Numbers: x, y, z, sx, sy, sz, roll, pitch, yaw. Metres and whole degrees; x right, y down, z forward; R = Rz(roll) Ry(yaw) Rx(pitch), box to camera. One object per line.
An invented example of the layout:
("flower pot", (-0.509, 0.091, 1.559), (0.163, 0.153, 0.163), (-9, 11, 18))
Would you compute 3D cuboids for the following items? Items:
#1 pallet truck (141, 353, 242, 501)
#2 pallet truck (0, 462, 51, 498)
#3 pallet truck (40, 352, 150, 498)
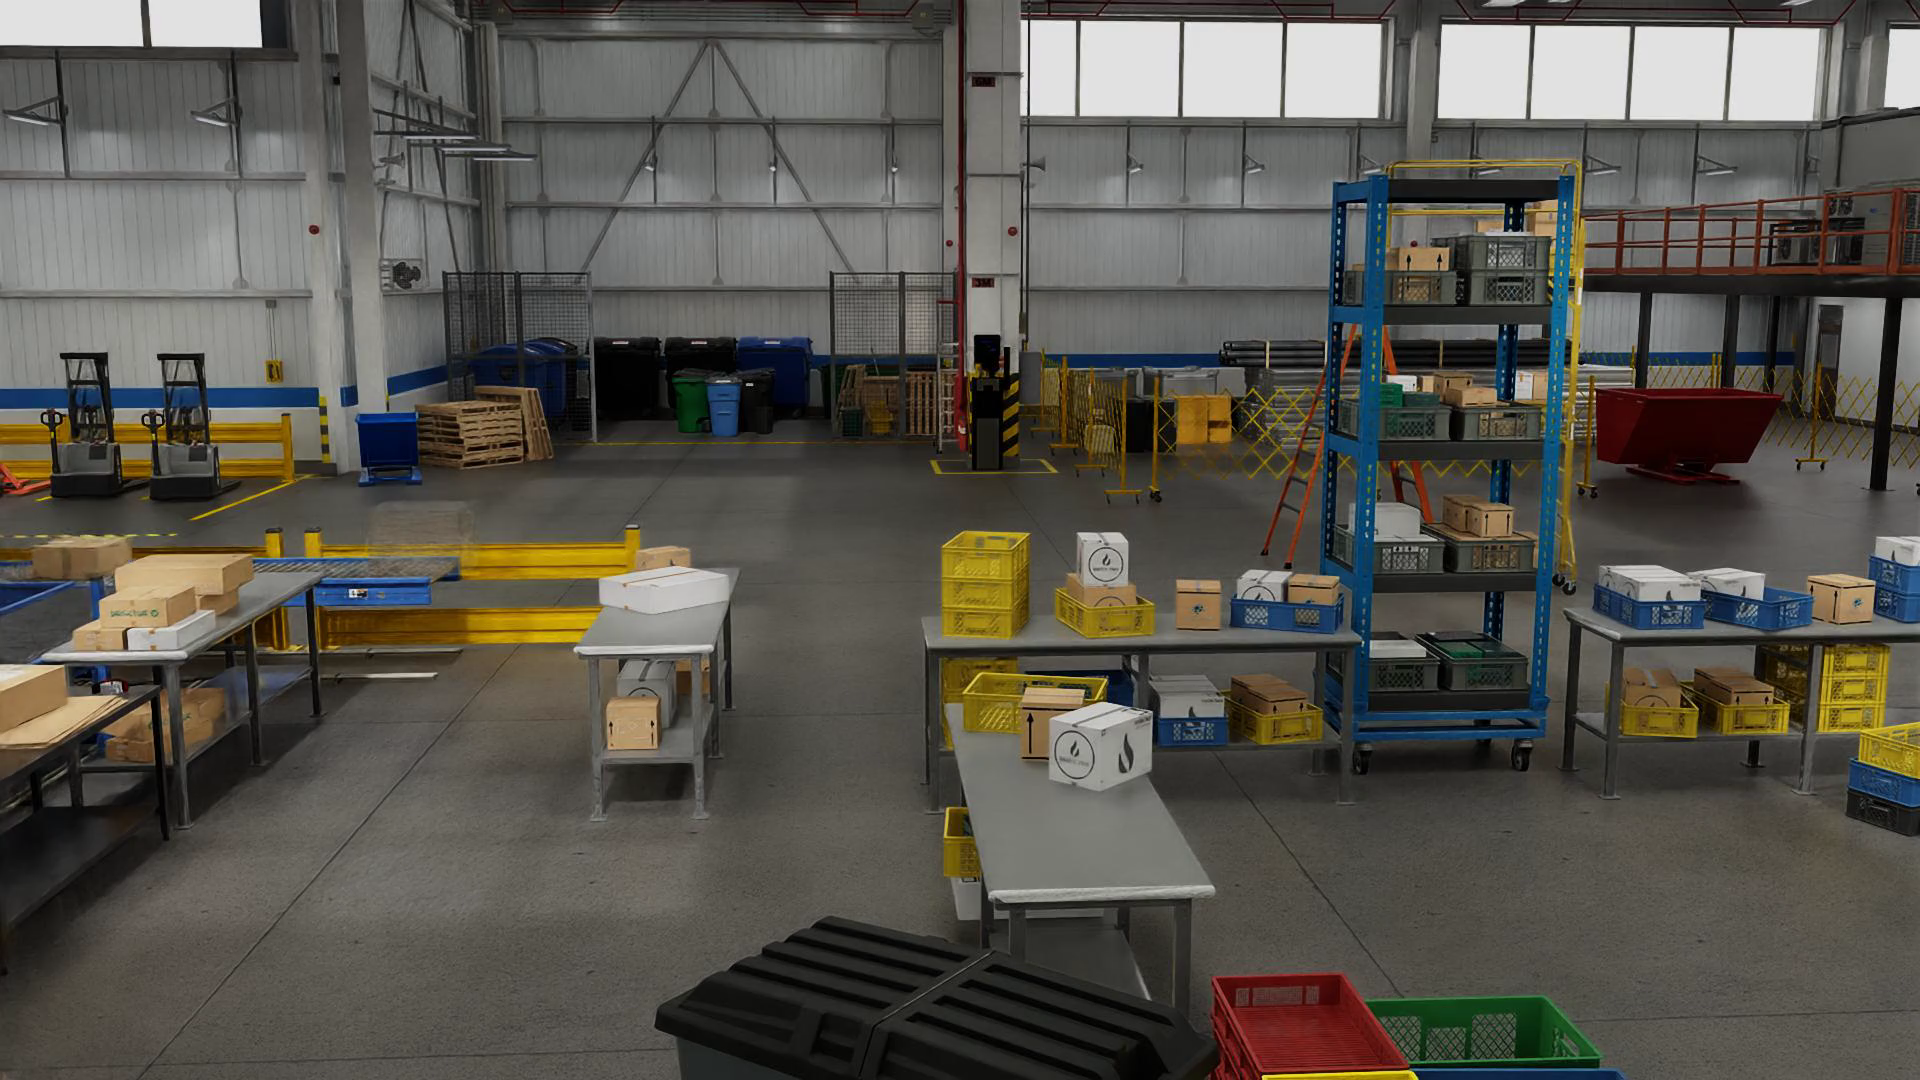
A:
("pallet truck", (-10.520, -1.604, 22.925), (0.823, 1.965, 1.885), (-1, 9, -6))
("pallet truck", (-13.193, -1.293, 23.148), (0.653, 1.274, 1.630), (-1, 9, -4))
("pallet truck", (-11.907, -1.642, 23.165), (0.823, 1.965, 1.885), (0, 9, 0))
